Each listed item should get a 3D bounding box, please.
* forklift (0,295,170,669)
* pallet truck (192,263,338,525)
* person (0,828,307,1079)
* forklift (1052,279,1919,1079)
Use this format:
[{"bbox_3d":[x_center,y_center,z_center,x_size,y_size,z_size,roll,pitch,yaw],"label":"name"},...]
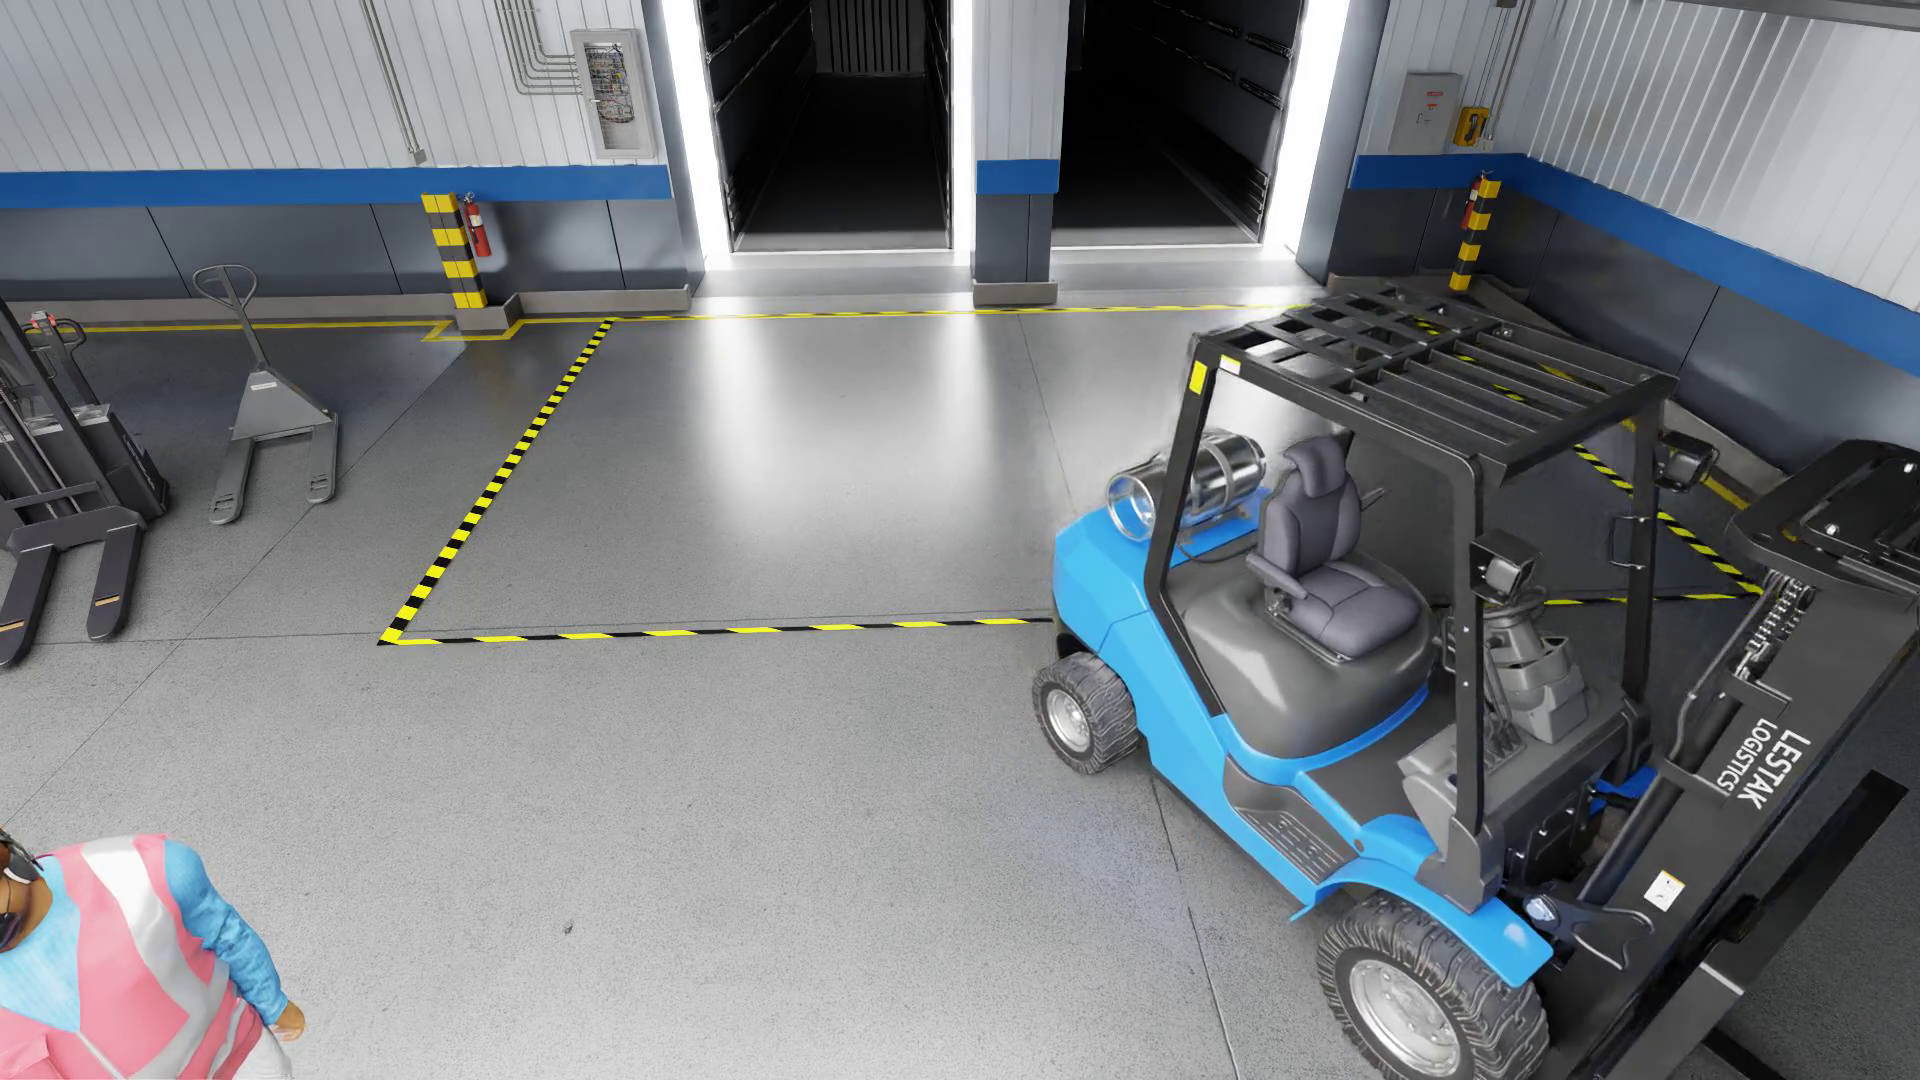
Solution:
[{"bbox_3d":[-5.212,-0.618,4.878,0.823,1.965,1.885,-20,39,-26],"label":"forklift"},{"bbox_3d":[-4.778,-1.027,6.128,0.680,1.201,1.601,-17,38,-23],"label":"pallet truck"},{"bbox_3d":[-1.964,1.316,2.234,0.429,1.843,0.624,25,42,31],"label":"person"},{"bbox_3d":[1.508,0.267,3.296,1.157,2.036,2.680,-21,40,-27],"label":"forklift"}]
